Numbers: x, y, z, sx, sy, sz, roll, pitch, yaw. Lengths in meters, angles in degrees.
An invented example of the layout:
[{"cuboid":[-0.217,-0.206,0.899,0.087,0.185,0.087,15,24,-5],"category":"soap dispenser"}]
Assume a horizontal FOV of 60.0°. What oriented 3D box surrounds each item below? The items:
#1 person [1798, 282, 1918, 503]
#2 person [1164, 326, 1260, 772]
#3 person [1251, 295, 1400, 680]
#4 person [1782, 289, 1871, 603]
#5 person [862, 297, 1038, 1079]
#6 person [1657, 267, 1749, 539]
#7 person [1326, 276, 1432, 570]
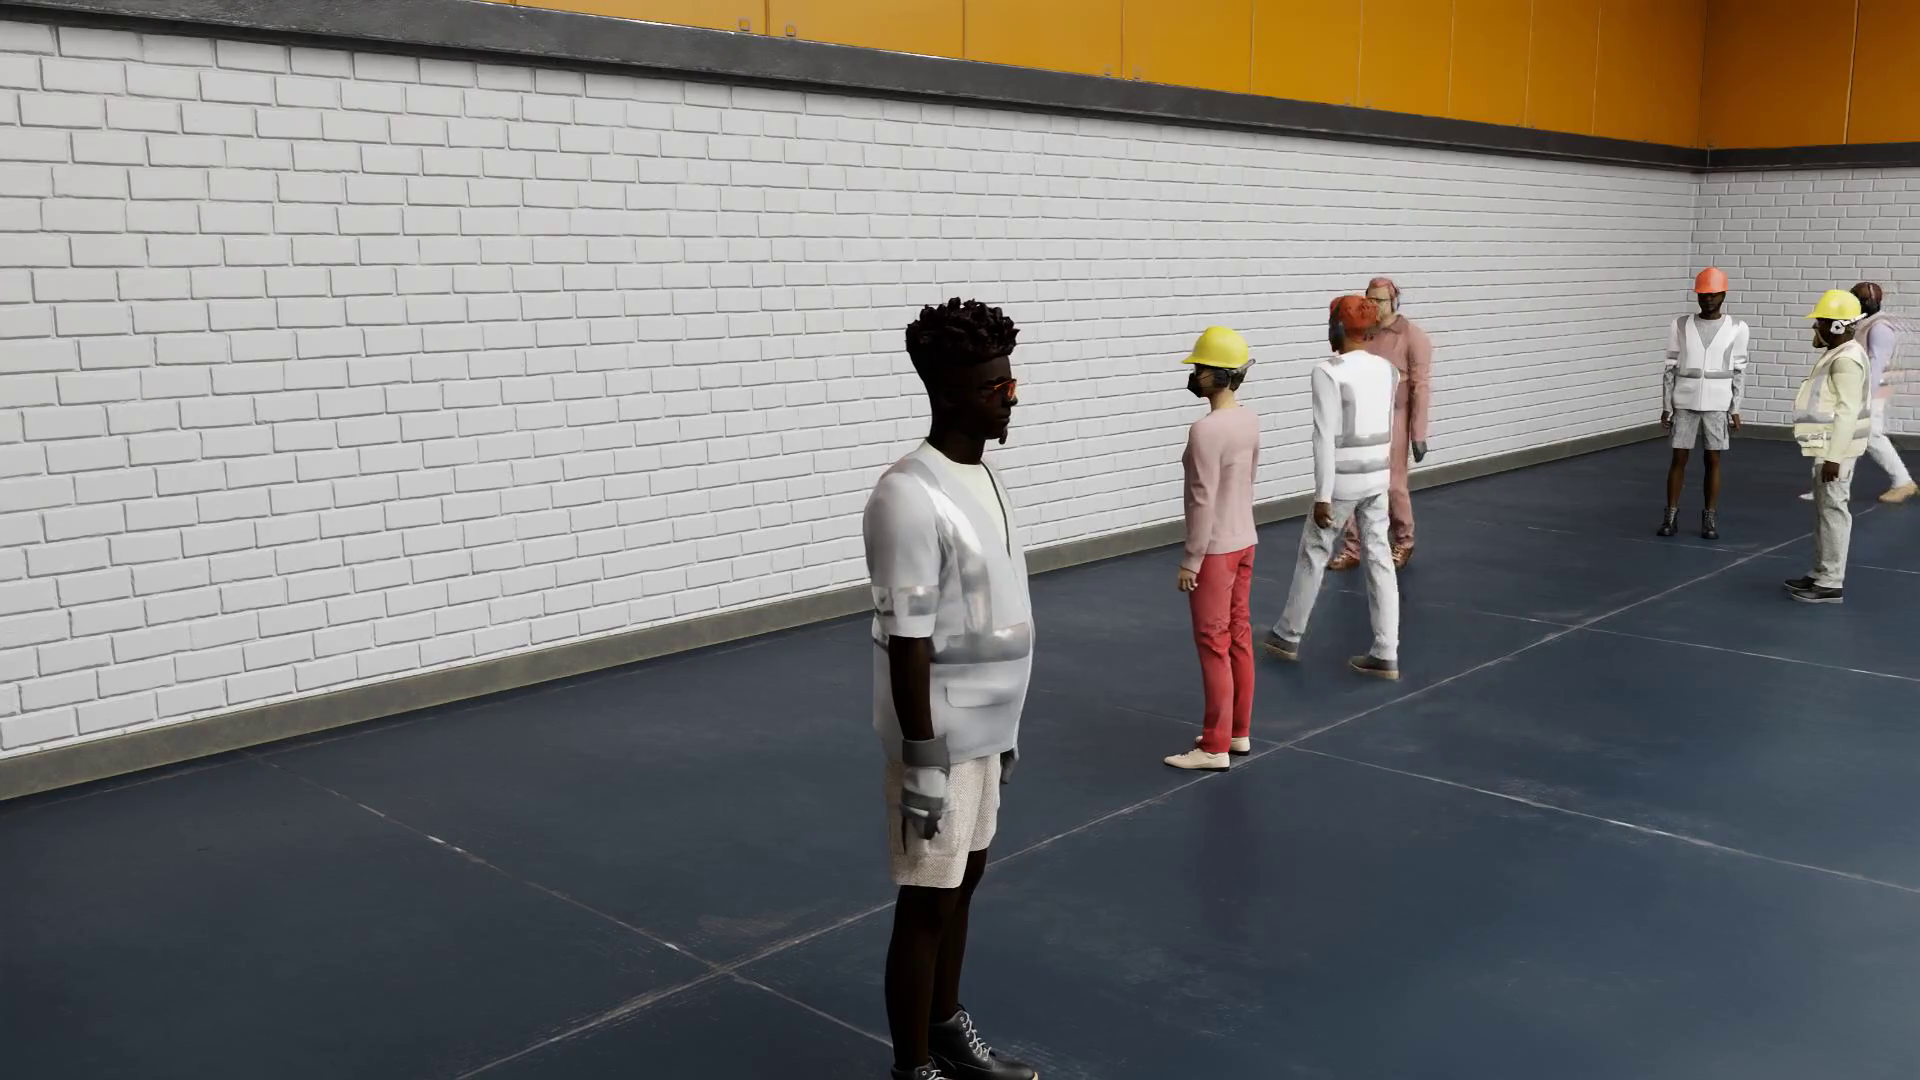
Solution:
[{"cuboid":[7.404,-1.184,13.527,0.853,1.822,0.630,1,10,7],"category":"person"},{"cuboid":[1.020,0.038,6.639,0.302,1.771,0.531,6,12,31],"category":"person"},{"cuboid":[1.860,-0.275,8.208,0.600,1.836,0.927,-6,12,-32],"category":"person"},{"cuboid":[5.103,-0.545,9.773,0.404,1.834,0.592,4,11,23],"category":"person"},{"cuboid":[-0.009,0.428,3.857,0.368,1.966,0.603,3,10,17],"category":"person"},{"cuboid":[5.310,-0.972,11.903,0.542,1.939,0.362,5,11,25],"category":"person"},{"cuboid":[2.708,-0.735,10.738,0.669,1.923,0.554,10,14,43],"category":"person"}]
